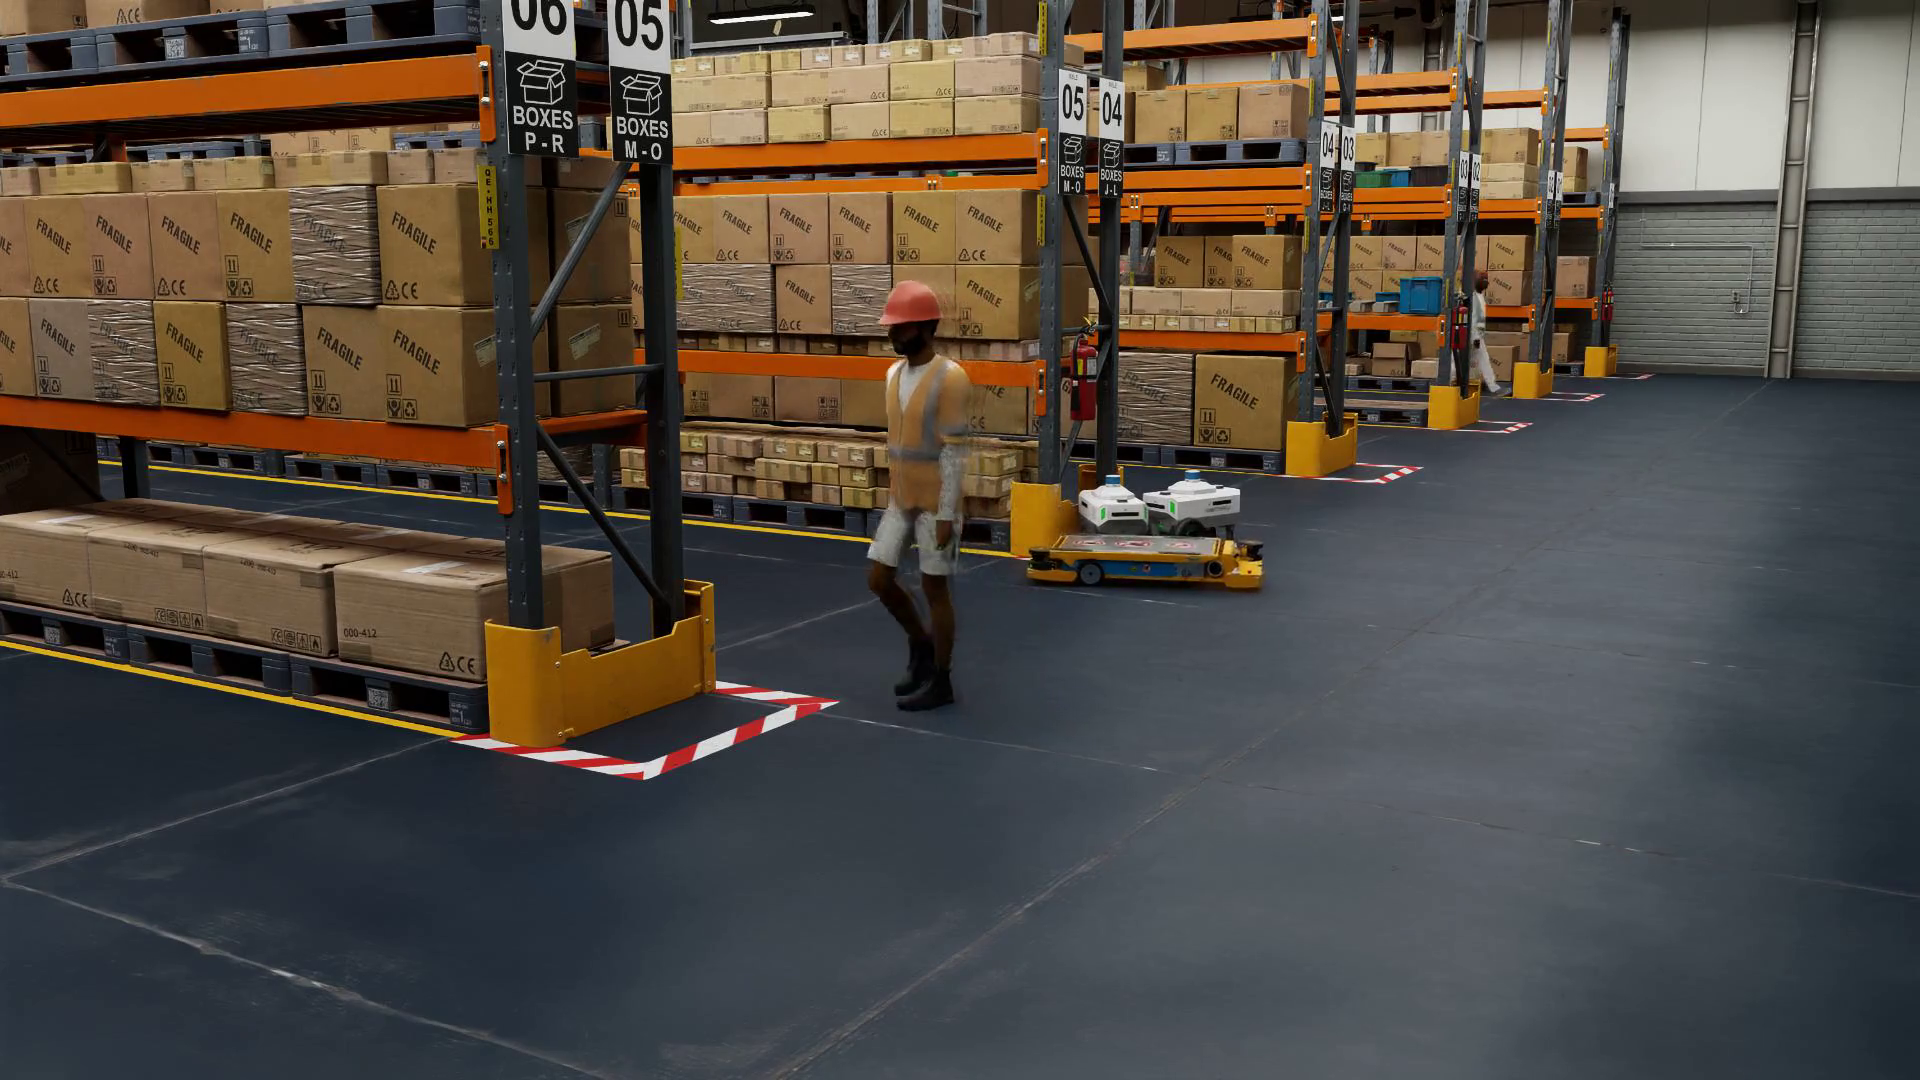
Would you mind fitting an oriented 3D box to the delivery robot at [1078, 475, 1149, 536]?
[{"bbox_3d":[1.028,-0.196,11.204,0.477,0.478,0.707,-1,10,-8],"label":"delivery robot"}]

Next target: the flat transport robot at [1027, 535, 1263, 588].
[{"bbox_3d":[1.174,0.120,10.454,1.431,0.197,0.652,2,10,11],"label":"flat transport robot"}]

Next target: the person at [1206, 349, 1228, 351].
[{"bbox_3d":[3.635,-2.837,23.306,0.433,1.812,0.679,-8,12,-38],"label":"person"}]

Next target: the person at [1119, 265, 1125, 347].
[{"bbox_3d":[1.924,-2.431,20.402,0.588,1.977,0.620,5,11,25],"label":"person"}]

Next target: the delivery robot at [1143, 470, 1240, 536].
[{"bbox_3d":[1.596,-0.237,11.439,0.707,0.478,0.477,-7,12,-37],"label":"delivery robot"}]

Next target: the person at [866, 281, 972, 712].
[{"bbox_3d":[-0.180,-0.178,7.386,0.408,1.922,0.544,-9,13,-42],"label":"person"}]

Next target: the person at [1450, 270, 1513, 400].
[{"bbox_3d":[7.323,-2.892,23.541,0.991,1.828,0.606,6,11,32],"label":"person"}]
